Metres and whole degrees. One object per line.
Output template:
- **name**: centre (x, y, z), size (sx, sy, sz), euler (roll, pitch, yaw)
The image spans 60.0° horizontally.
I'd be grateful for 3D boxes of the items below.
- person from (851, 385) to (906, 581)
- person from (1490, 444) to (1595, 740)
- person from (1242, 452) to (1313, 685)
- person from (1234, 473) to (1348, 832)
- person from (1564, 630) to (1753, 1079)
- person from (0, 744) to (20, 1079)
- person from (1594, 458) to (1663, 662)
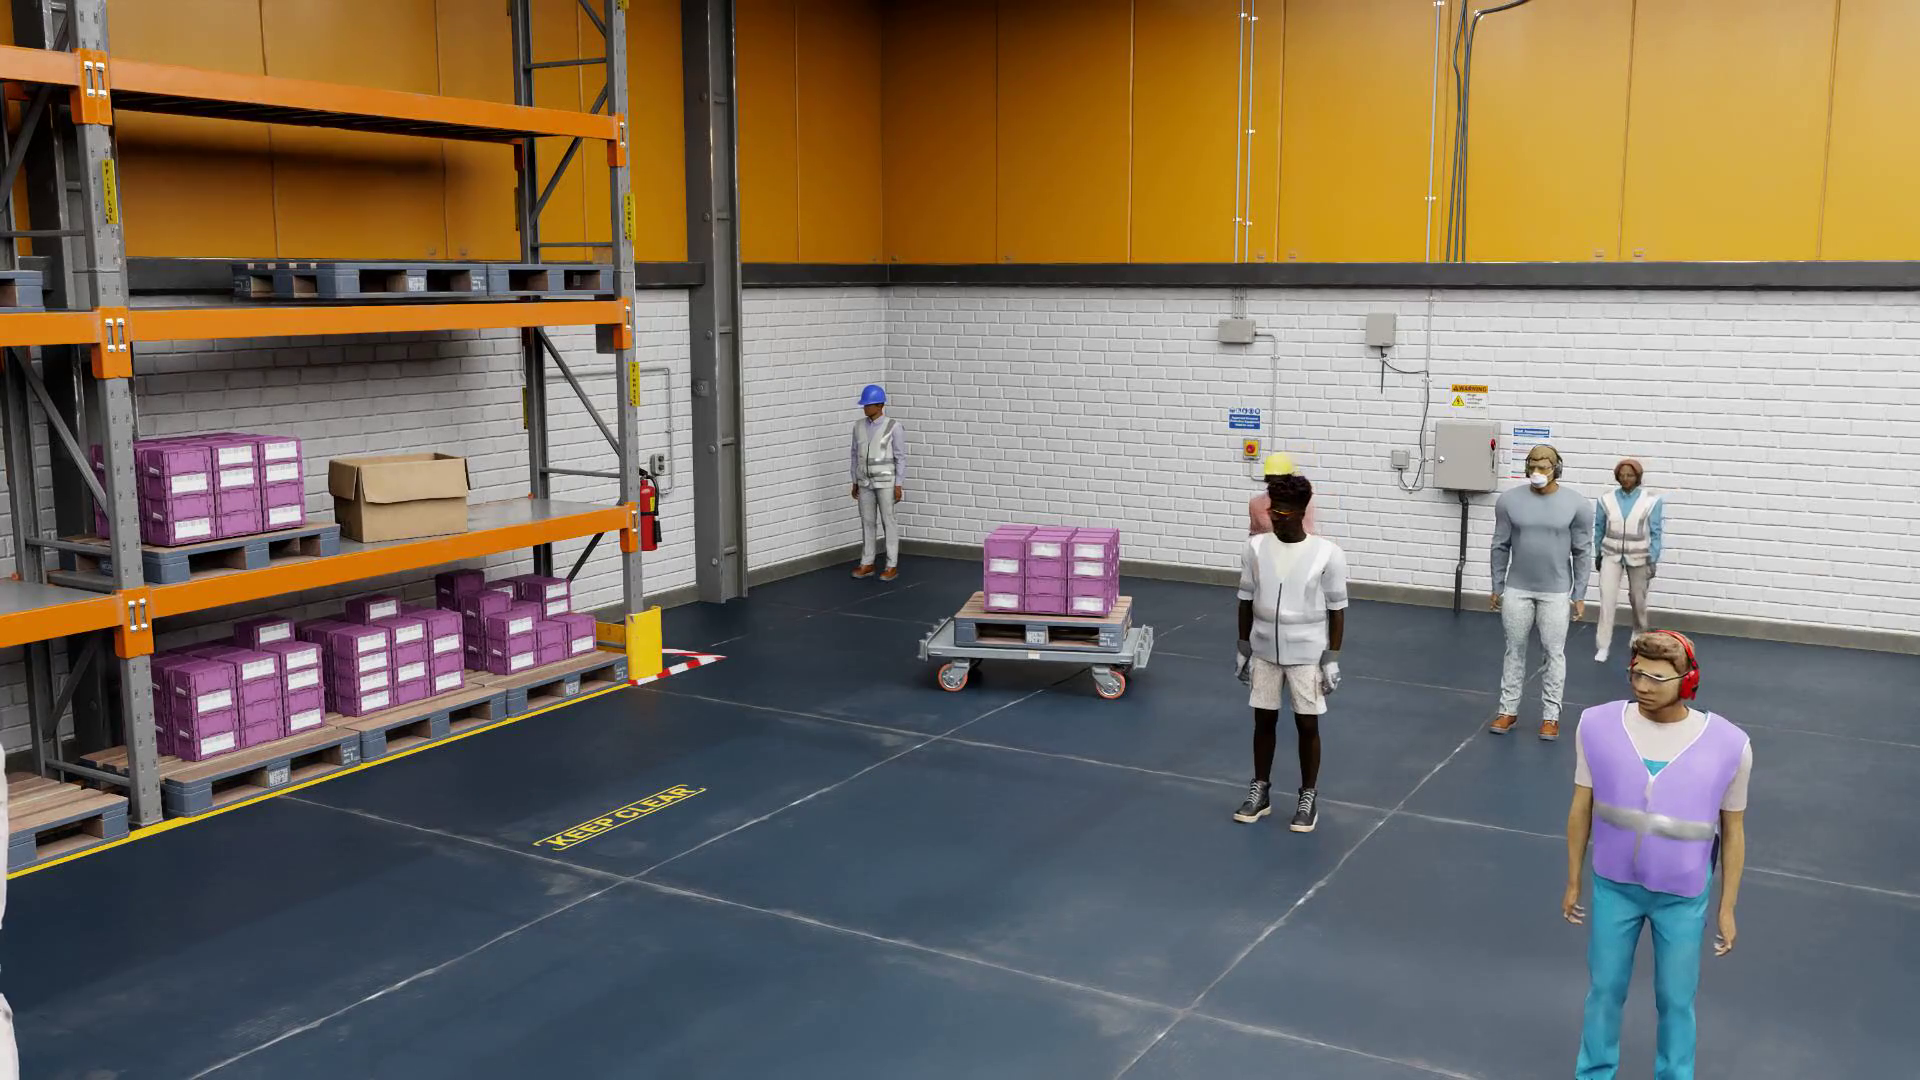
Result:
- **person**: centre (-0.823, -0.567, 16.454), size (0.608, 1.943, 0.402), euler (6, 11, 32)
- **person**: centre (3.774, 0.334, 10.851), size (0.631, 1.938, 0.362), euler (6, 11, 32)
- **person**: centre (2.433, 0.184, 12.455), size (0.532, 1.732, 0.843), euler (6, 11, 32)
- **person**: centre (1.788, 0.607, 9.069), size (0.610, 1.963, 0.366), euler (6, 11, 32)
- **person**: centre (2.387, 1.202, 5.735), size (0.566, 1.841, 0.381), euler (6, 11, 32)
- **person**: centre (-3.416, 1.209, 5.500), size (0.645, 1.905, 0.400), euler (6, 11, 32)
- **person**: centre (5.299, 0.130, 13.176), size (0.520, 1.607, 0.801), euler (6, 11, 32)
